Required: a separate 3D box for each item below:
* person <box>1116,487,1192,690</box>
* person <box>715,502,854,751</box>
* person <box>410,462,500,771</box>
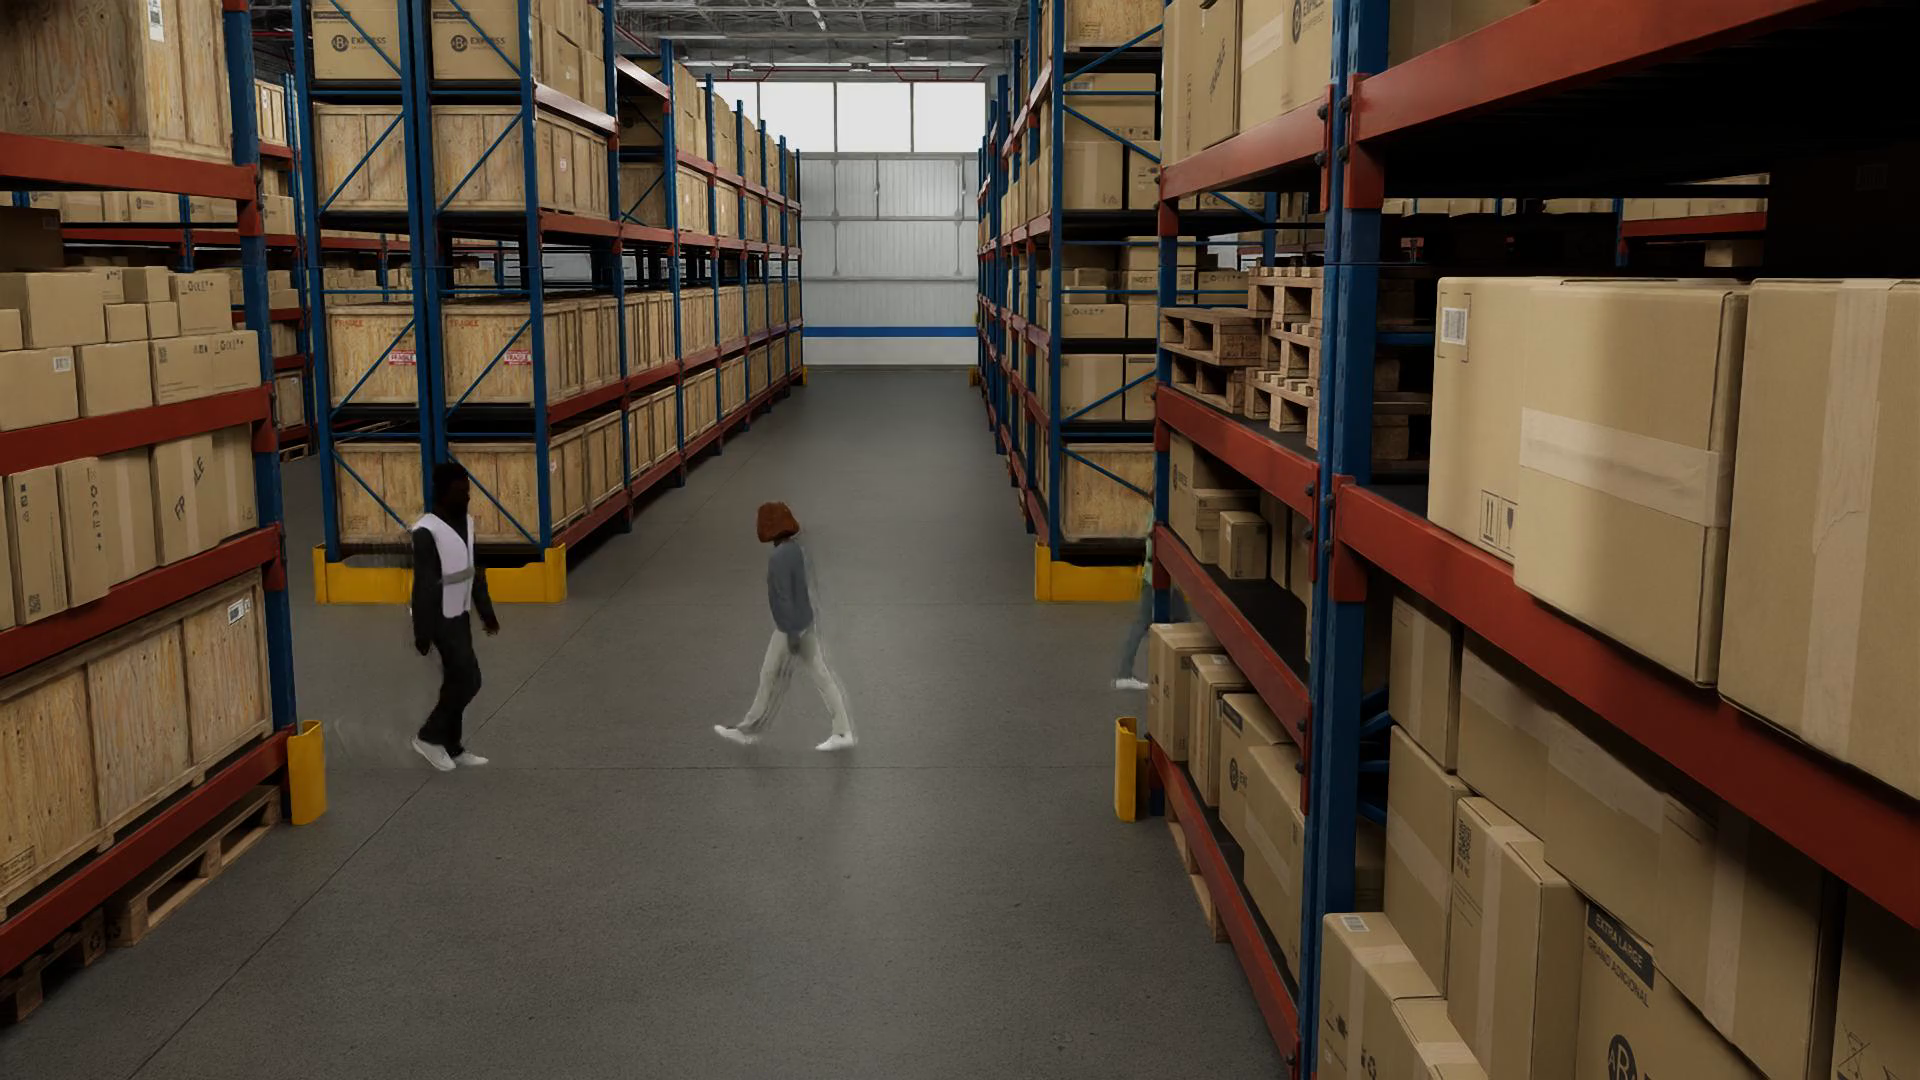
[{"bbox_3d":[1.506,0.298,11.959,0.845,1.579,0.520,-3,10,-16],"label":"person"},{"bbox_3d":[-1.082,0.557,10.429,0.912,1.580,0.531,2,9,12],"label":"person"},{"bbox_3d":[-3.056,0.467,10.015,0.455,1.901,0.615,1,9,3],"label":"person"}]
